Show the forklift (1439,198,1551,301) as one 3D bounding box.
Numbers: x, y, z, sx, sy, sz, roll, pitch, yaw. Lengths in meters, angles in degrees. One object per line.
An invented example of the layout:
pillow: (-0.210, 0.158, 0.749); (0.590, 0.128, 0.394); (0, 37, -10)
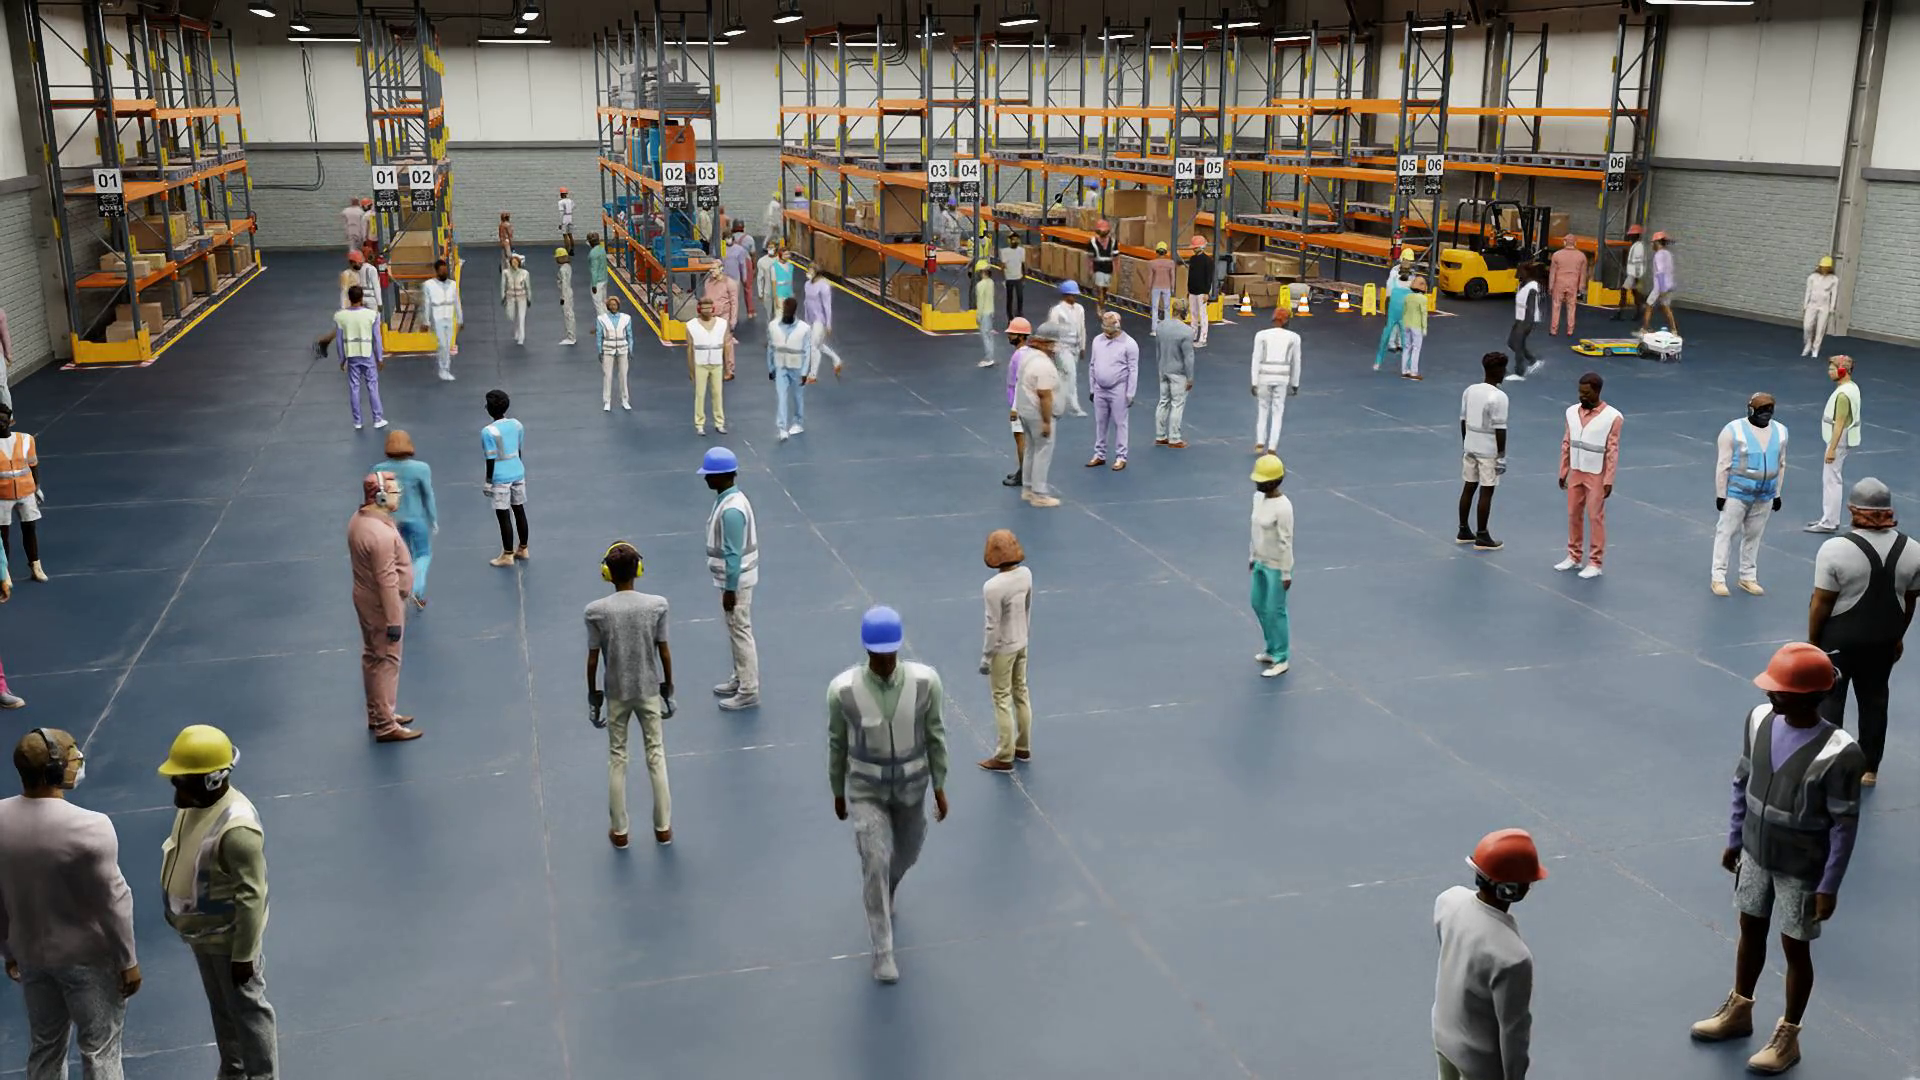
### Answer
forklift: (11.913, -6.508, 37.130); (2.313, 2.155, 1.214); (-4, 15, -15)

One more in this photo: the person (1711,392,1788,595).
person: (7.063, -0.412, 14.871); (0.624, 1.845, 0.430); (-1, 15, -4)

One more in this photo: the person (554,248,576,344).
person: (-7.163, -4.423, 30.154); (0.300, 1.742, 0.486); (-1, 15, -3)

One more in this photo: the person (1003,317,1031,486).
person: (0.678, -1.589, 19.102); (0.340, 1.941, 0.551); (4, 15, 13)

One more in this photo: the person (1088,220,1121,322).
person: (2.878, -5.441, 33.512); (0.624, 2.004, 1.031); (-4, 15, -13)

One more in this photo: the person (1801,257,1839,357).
person: (14.736, -3.988, 28.517); (0.497, 1.725, 0.509); (9, 18, 32)

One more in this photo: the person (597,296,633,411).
person: (-4.920, -2.670, 23.751); (0.514, 1.641, 0.315); (-6, 16, -21)

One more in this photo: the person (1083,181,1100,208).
person: (3.971, -9.993, 50.818); (0.756, 1.899, 0.427); (14, 20, 42)

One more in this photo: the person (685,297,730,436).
person: (-3.340, -2.301, 21.997); (0.563, 1.837, 0.389); (-7, 16, -24)

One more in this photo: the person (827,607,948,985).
person: (-0.385, 1.223, 8.573); (0.604, 1.924, 0.853); (-3, 15, -12)

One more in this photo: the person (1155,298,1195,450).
person: (2.724, -2.099, 21.065); (0.384, 1.928, 0.635); (-11, 18, -36)

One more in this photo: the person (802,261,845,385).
person: (-2.155, -3.411, 26.026); (0.831, 1.920, 0.640); (-10, 18, -33)

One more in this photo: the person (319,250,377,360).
person: (-10.410, -3.955, 28.131); (0.873, 1.891, 0.566); (1, 15, 6)

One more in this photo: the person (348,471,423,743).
person: (-3.966, 0.458, 11.505); (0.400, 1.898, 0.636); (-9, 17, -31)

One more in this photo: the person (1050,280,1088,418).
person: (1.468, -2.719, 23.429); (0.619, 1.916, 0.913); (-14, 20, -42)

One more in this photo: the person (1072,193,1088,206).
person: (3.375, -9.026, 47.317); (0.530, 1.834, 0.912); (4, 15, 14)

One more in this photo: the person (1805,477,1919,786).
person: (5.747, 0.587, 10.729); (0.688, 2.000, 0.536); (-1, 15, -2)

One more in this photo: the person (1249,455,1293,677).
person: (2.372, 0.188, 12.789); (0.405, 1.753, 0.550); (-5, 16, -18)

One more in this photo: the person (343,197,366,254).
person: (-15.593, -7.937, 43.145); (0.668, 1.868, 0.935); (2, 15, 7)

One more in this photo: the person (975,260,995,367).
person: (0.398, -3.769, 27.659); (0.341, 1.768, 0.534); (7, 16, 25)

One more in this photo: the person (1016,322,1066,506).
person: (0.898, -1.387, 18.156); (0.537, 2.000, 0.702); (-4, 15, -15)

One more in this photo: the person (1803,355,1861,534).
person: (8.975, -0.973, 17.002); (0.403, 1.832, 0.574); (8, 17, 29)

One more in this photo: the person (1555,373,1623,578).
person: (5.860, -0.617, 15.523); (0.407, 1.907, 0.598); (-9, 17, -31)

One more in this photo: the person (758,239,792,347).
person: (-3.303, -4.401, 29.709); (0.634, 1.937, 0.370); (3, 15, 10)

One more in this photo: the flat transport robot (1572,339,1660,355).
flat transport robot: (11.510, -3.374, 29.026); (1.431, 0.197, 0.652); (0, 15, -1)

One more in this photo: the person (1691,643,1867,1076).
person: (3.719, 1.434, 7.542); (0.394, 2.040, 0.609); (-6, 16, -21)

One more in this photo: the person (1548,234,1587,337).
person: (11.334, -4.756, 31.119); (0.636, 1.900, 0.402); (2, 15, 6)

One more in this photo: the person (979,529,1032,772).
person: (0.301, 0.726, 10.988); (0.268, 1.630, 0.507); (10, 18, 33)

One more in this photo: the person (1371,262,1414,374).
person: (7.056, -3.599, 26.907); (0.731, 1.821, 0.529); (3, 15, 11)

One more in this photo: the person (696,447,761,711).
person: (-1.680, 0.271, 12.130); (0.421, 1.938, 0.604); (-4, 15, -13)

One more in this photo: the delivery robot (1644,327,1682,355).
delivery robot: (11.955, -3.369, 28.284); (0.477, 0.478, 0.707); (-2, 15, -9)

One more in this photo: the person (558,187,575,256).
person: (-11.126, -8.973, 46.899); (0.359, 1.938, 0.547); (7, 16, 25)

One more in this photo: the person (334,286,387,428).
person: (-8.086, -2.462, 22.436); (0.590, 1.920, 0.399); (-1, 15, -5)

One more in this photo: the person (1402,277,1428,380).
person: (7.209, -3.355, 26.365); (0.287, 1.628, 0.505); (-7, 17, -25)

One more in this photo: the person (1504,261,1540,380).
person: (8.909, -3.447, 26.180); (0.489, 1.897, 0.622); (0, 15, 1)

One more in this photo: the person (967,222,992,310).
person: (0.413, -5.595, 34.210); (0.594, 1.924, 0.384); (-11, 19, -36)

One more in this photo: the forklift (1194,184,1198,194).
forklift: (7.392, -11.333, 53.972); (1.873, 2.768, 1.129); (-4, 15, -15)
